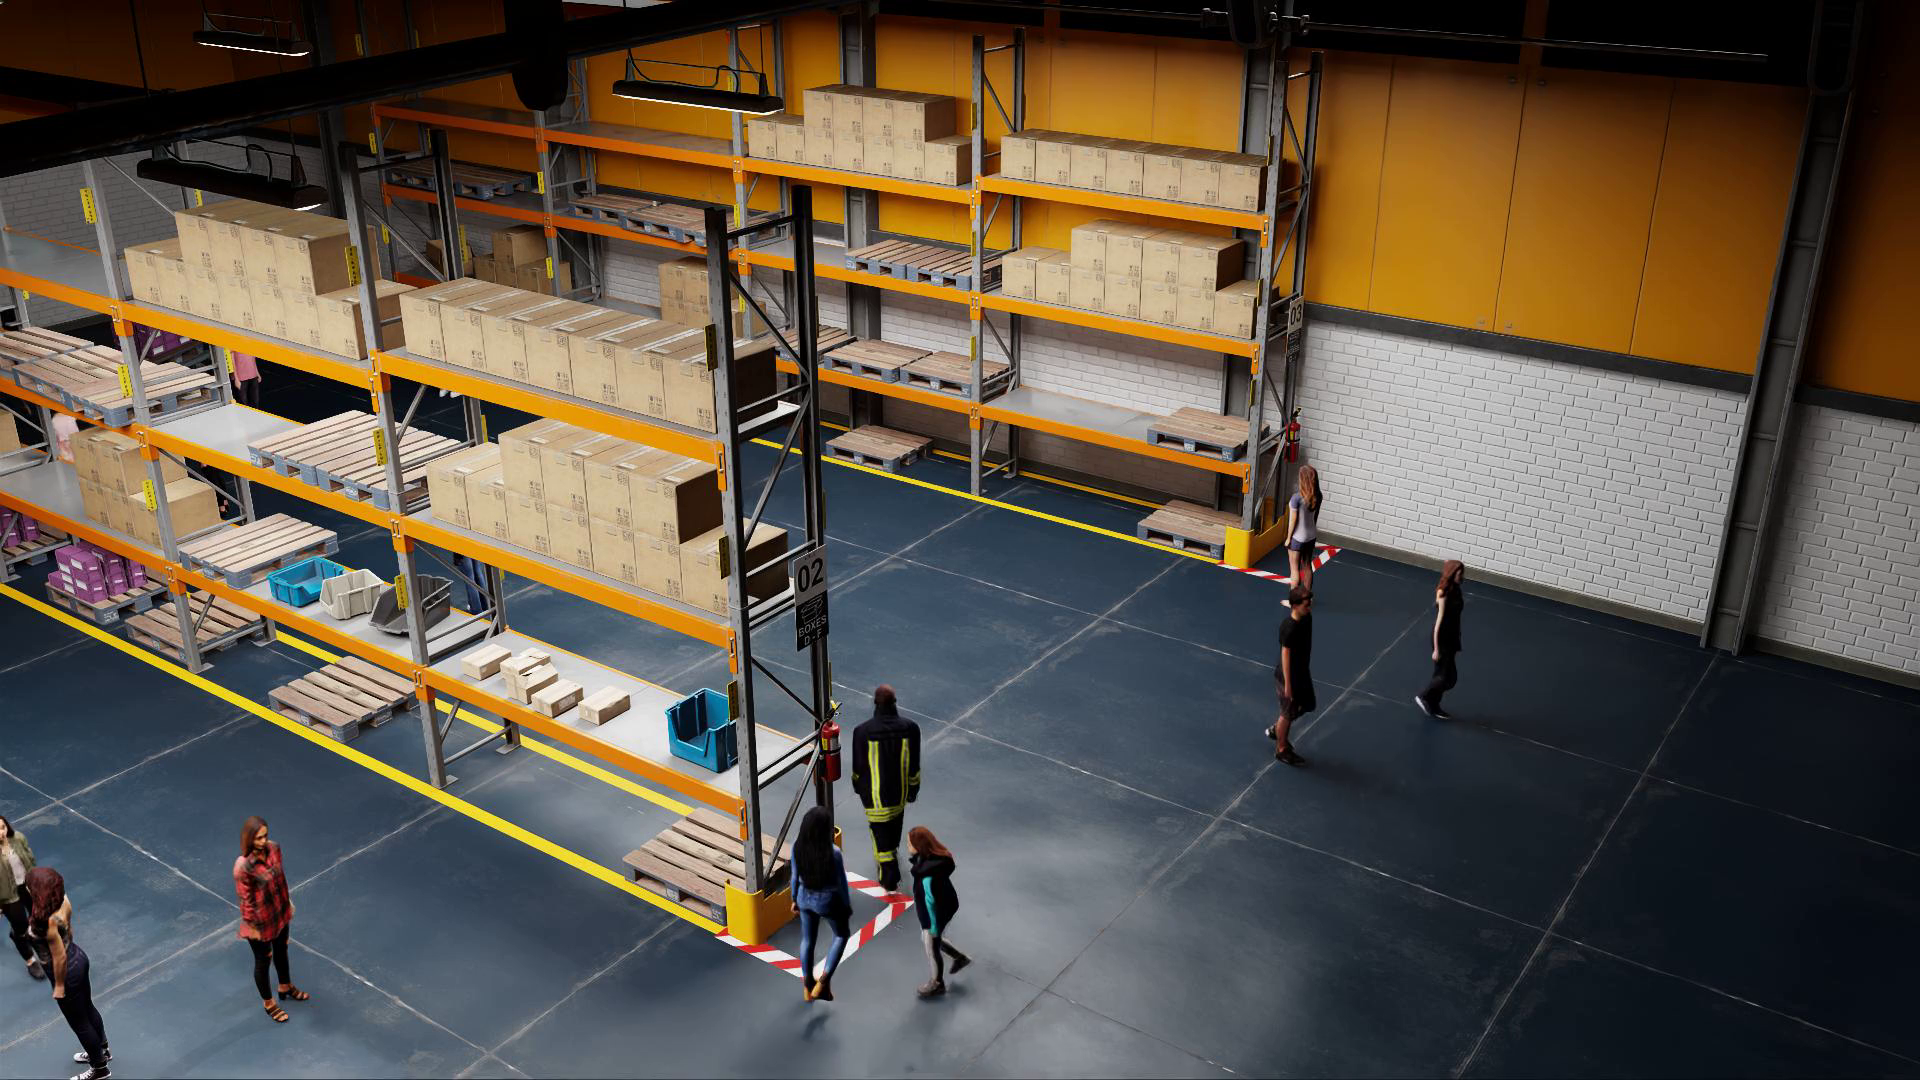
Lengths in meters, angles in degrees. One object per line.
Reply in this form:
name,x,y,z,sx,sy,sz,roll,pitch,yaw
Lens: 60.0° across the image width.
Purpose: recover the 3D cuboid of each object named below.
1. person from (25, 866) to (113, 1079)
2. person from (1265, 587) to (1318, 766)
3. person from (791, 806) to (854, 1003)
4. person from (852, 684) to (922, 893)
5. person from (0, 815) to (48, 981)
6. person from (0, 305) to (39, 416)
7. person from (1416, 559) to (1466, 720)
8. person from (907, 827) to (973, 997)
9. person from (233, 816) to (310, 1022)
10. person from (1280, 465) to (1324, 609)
person,-6.349,3.077,11.852,0.751,1.770,0.664,-7,25,-16
person,3.115,1.261,15.910,0.674,1.849,0.674,15,28,30
person,-1.073,2.807,12.552,0.676,1.704,0.749,7,25,16
person,-0.613,2.100,14.062,1.159,1.792,1.285,-7,25,-16
person,-7.412,2.745,12.994,0.750,1.464,0.634,12,26,26
person,-14.066,-2.646,24.971,0.801,1.749,1.089,-20,31,-39
person,4.779,0.979,16.688,0.661,1.742,0.618,19,30,36
person,-0.146,2.841,12.754,0.873,1.480,0.814,-4,24,-9
person,-5.219,2.821,12.524,0.654,1.702,0.675,7,25,16
person,3.929,-0.040,19.032,0.662,1.733,0.655,-15,28,-31
